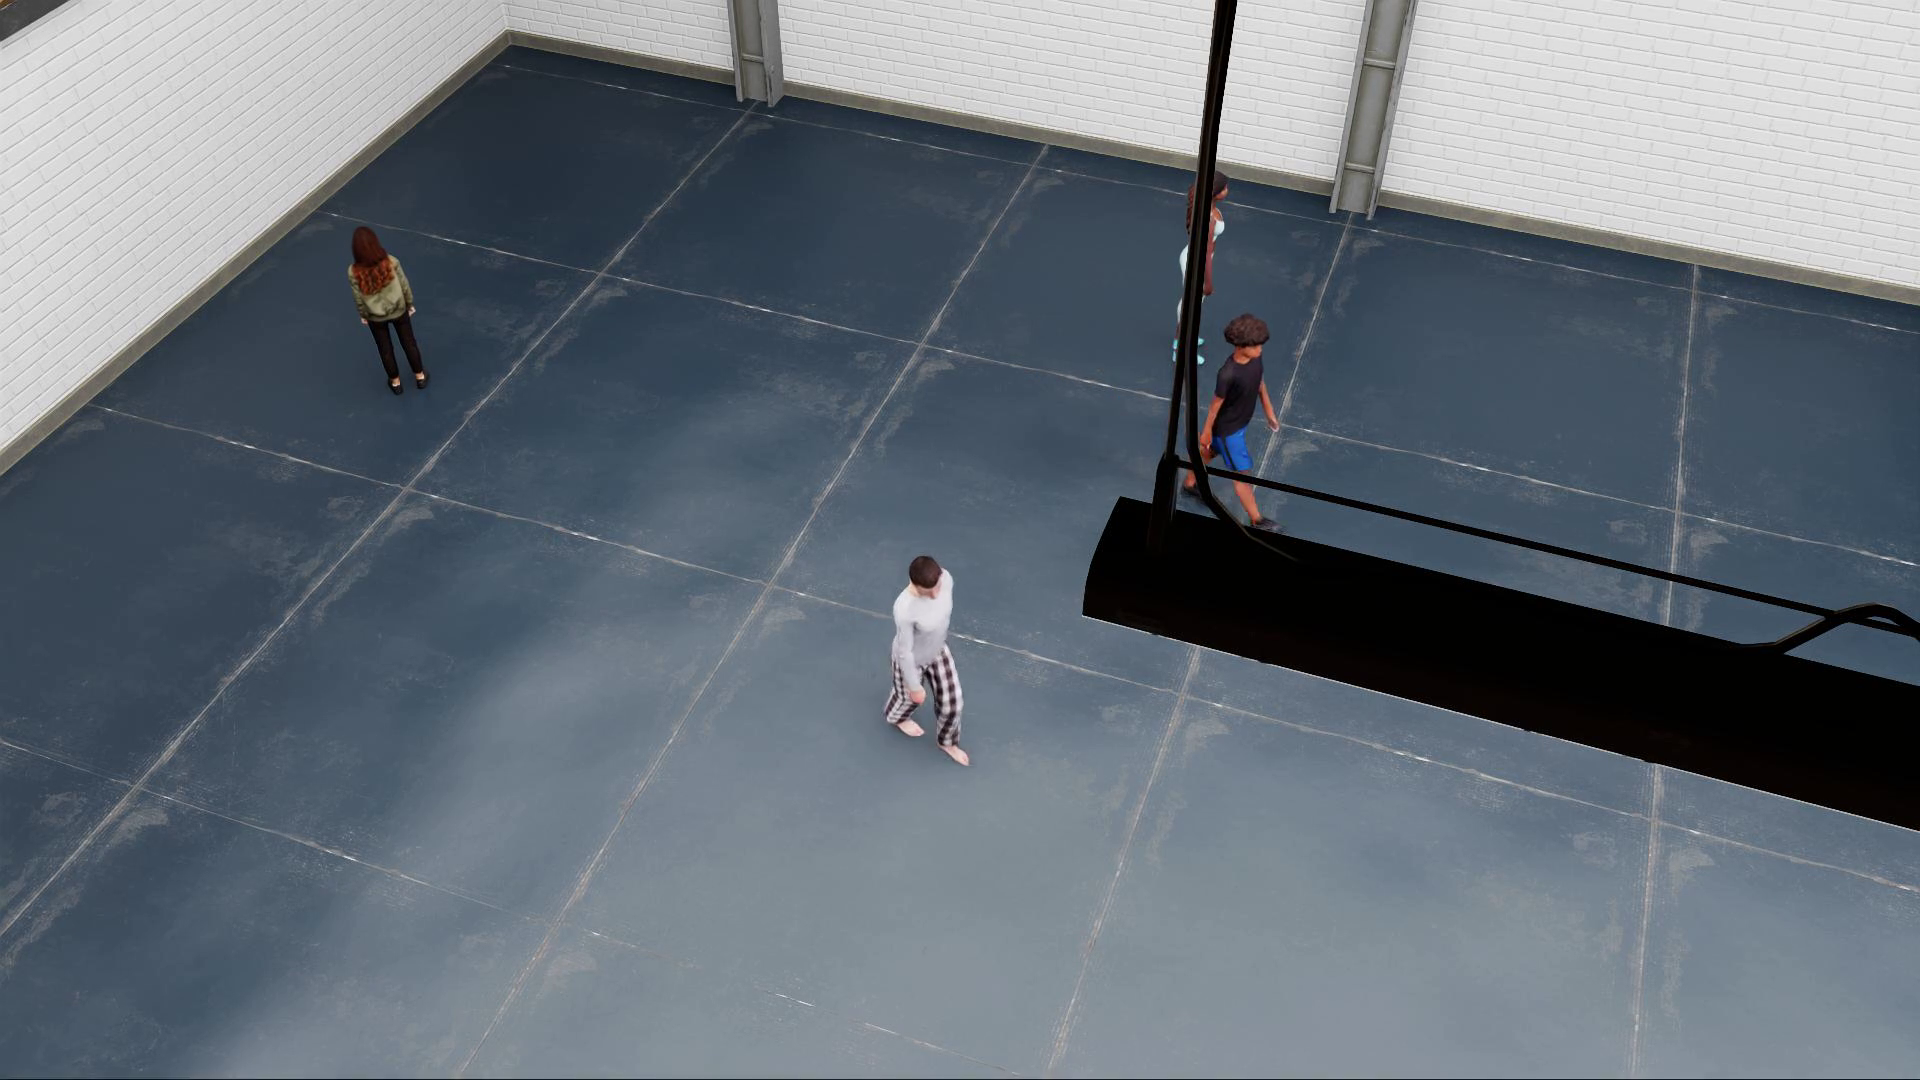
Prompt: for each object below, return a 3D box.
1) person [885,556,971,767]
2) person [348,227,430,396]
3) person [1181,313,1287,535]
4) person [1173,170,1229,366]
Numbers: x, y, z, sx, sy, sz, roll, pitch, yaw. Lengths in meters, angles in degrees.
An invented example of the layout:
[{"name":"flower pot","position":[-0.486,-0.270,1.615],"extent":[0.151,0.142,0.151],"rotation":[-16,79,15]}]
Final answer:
[{"name":"person","position":[-0.284,0.633,10.133],"extent":[1.037,1.800,0.891],"rotation":[29,51,27]},{"name":"person","position":[-4.448,-1.778,12.899],"extent":[0.644,1.476,0.713],"rotation":[-16,46,-16]},{"name":"person","position":[1.837,-0.880,11.763],"extent":[1.208,1.743,0.833],"rotation":[27,50,25]},{"name":"person","position":[1.865,-2.155,13.114],"extent":[0.655,1.724,0.644],"rotation":[-4,44,-4]}]
